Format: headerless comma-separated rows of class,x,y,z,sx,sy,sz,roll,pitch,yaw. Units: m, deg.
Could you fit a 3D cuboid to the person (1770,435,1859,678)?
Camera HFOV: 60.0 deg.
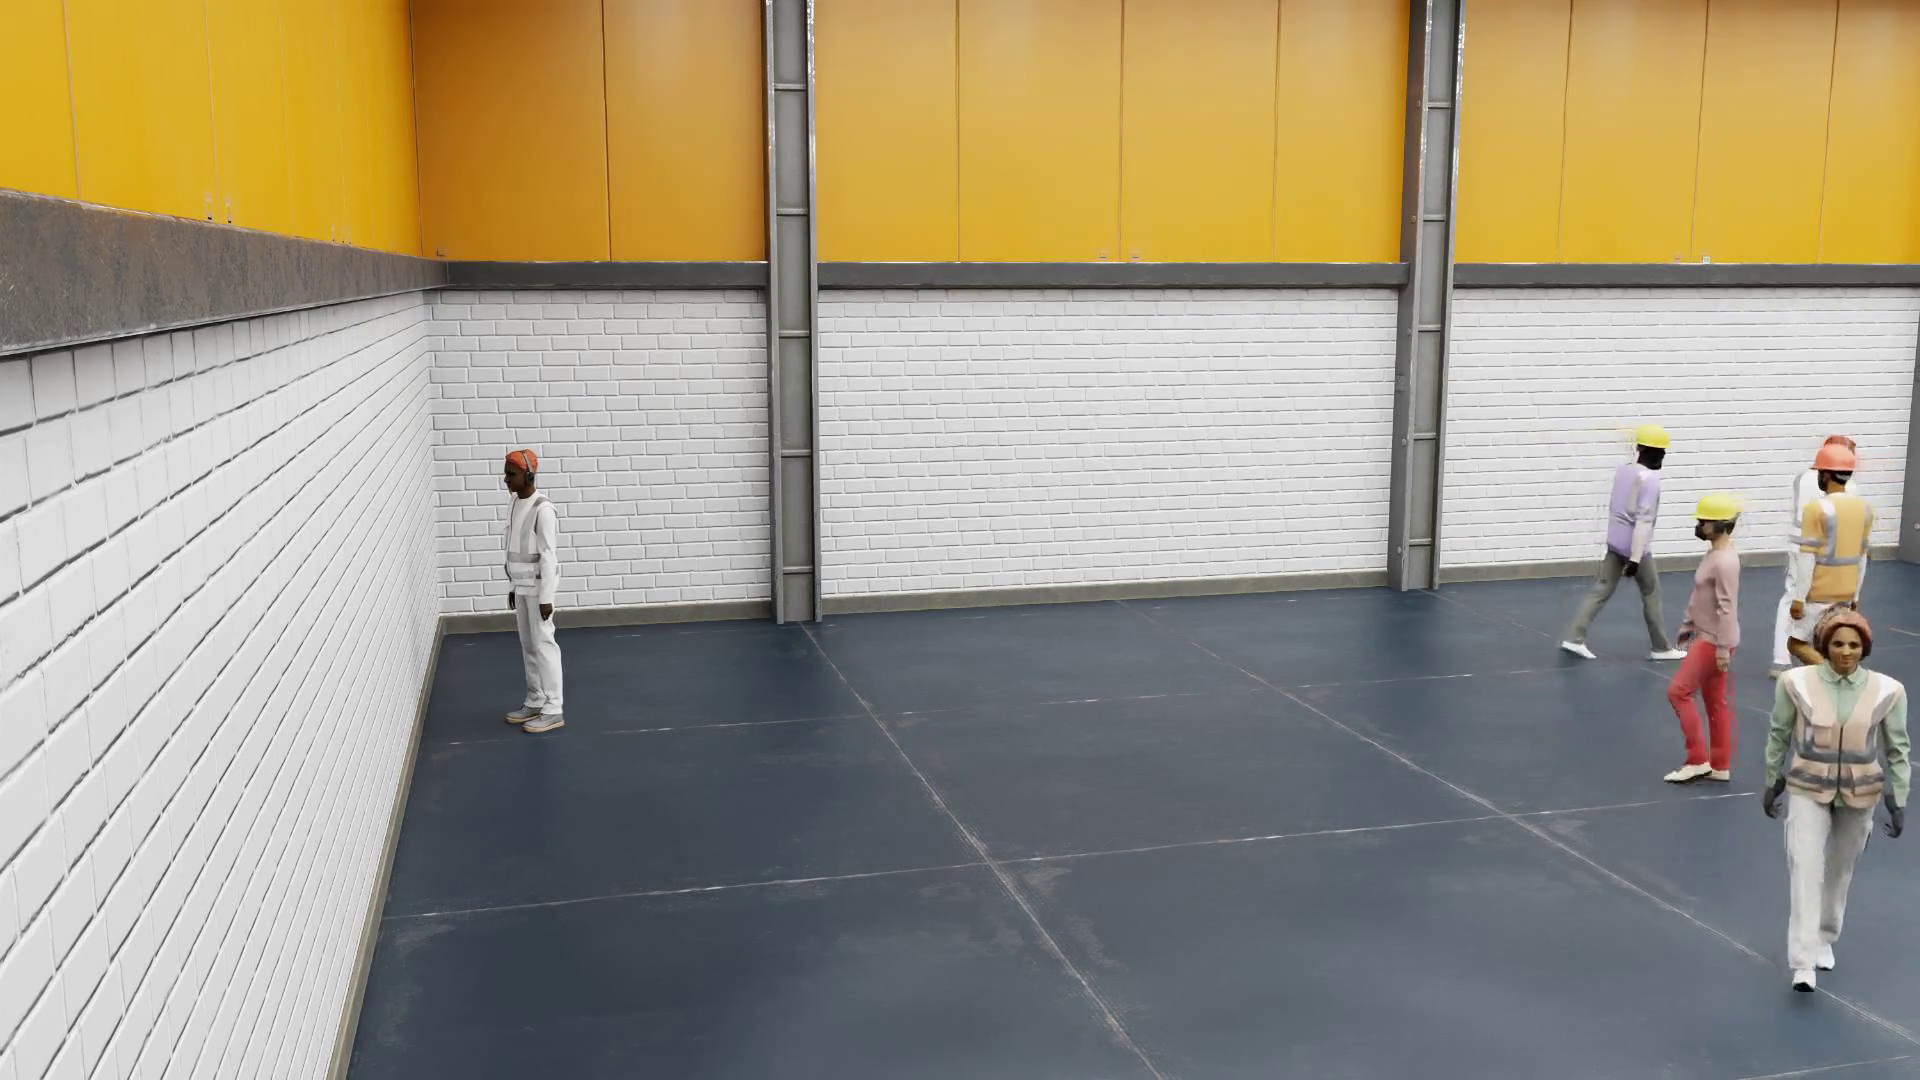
person,6.502,0.124,12.521,1.001,1.822,0.566,-5,10,-29

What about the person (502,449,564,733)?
person,-2.849,0.329,11.075,0.344,1.879,0.577,-6,11,-35

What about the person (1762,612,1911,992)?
person,3.696,1.112,7.007,0.541,1.599,0.807,3,10,20

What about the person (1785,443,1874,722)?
person,5.734,0.333,10.916,0.562,1.921,0.543,-4,10,-22

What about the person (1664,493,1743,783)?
person,4.386,0.589,9.871,0.506,1.749,0.529,4,10,23

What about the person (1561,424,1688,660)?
person,5.210,0.029,12.976,0.988,1.877,0.586,-2,9,-9
